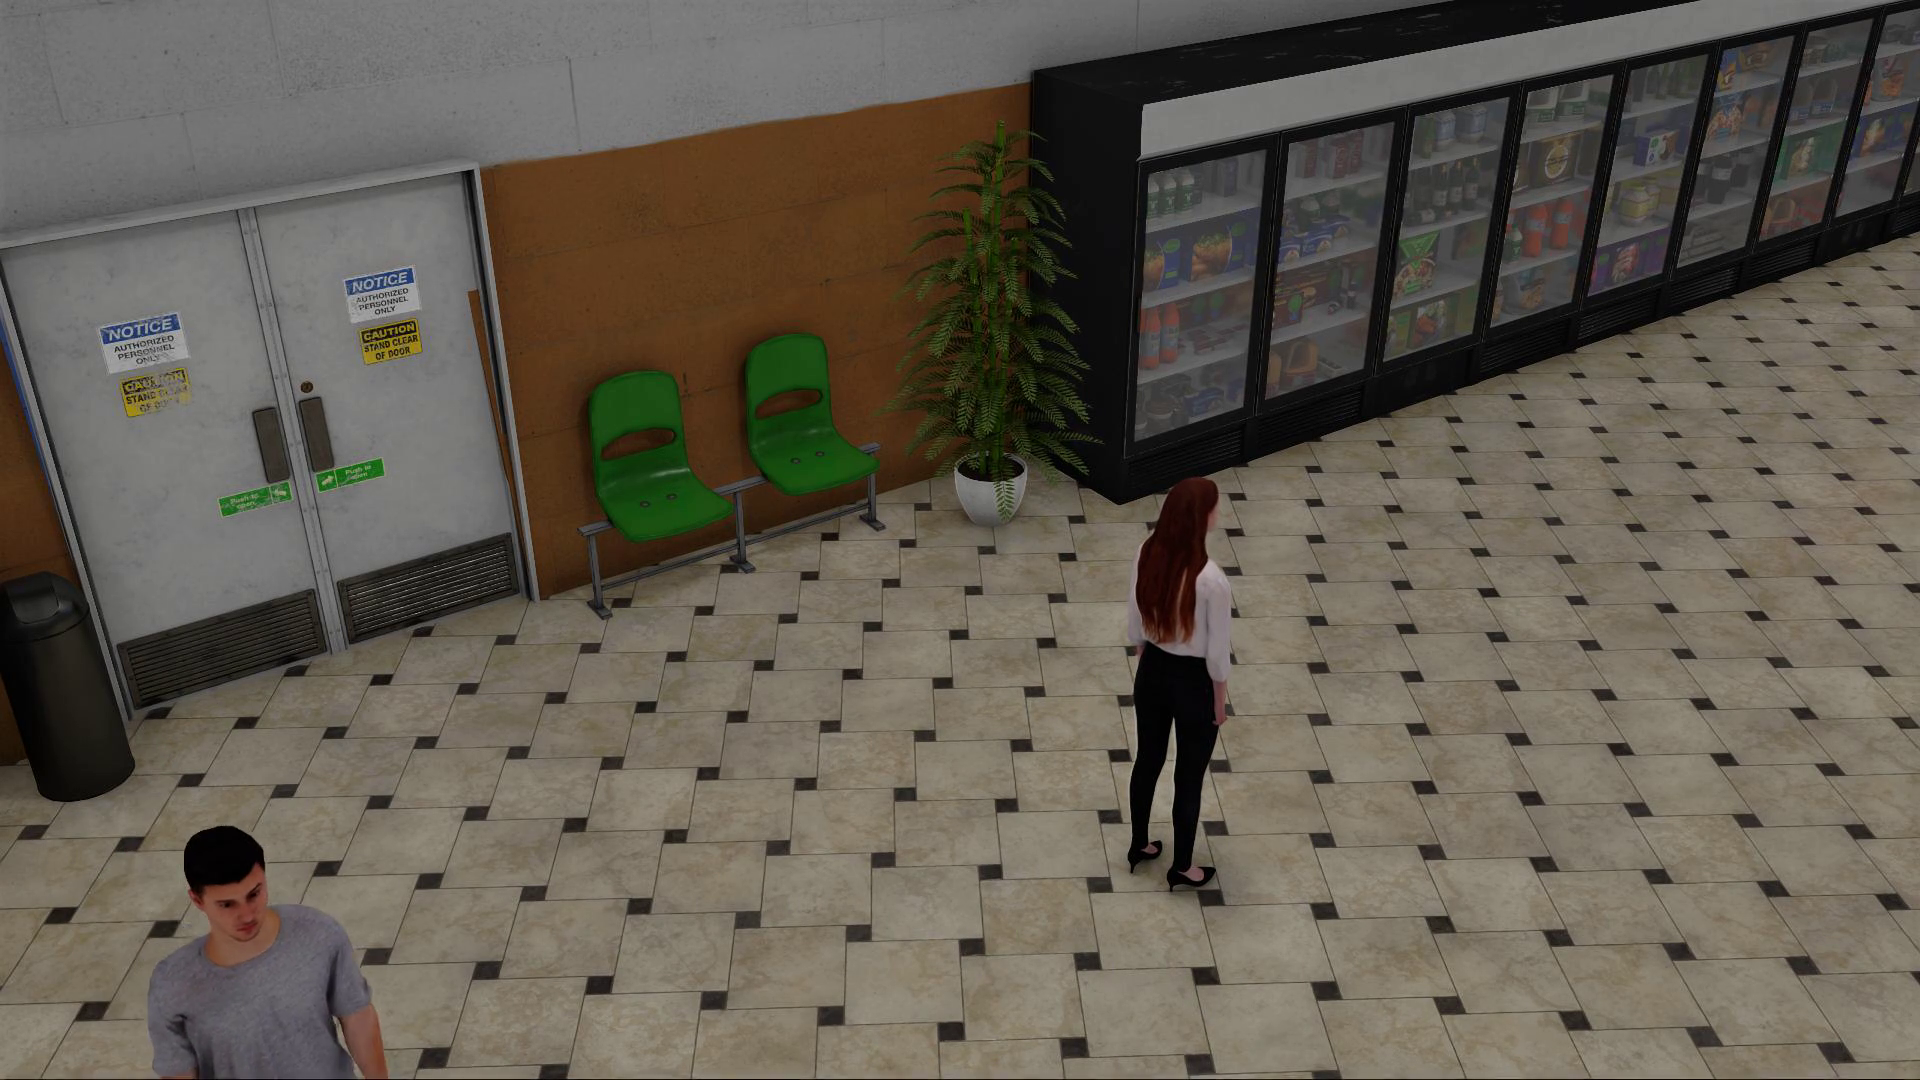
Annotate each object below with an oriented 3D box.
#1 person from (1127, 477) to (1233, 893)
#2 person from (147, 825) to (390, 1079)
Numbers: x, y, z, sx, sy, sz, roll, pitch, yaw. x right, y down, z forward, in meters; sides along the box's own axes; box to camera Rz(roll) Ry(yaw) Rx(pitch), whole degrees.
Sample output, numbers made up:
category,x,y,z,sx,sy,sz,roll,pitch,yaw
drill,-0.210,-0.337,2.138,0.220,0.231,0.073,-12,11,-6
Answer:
category,x,y,z,sx,sy,sz,roll,pitch,yaw
person,0.823,0.564,6.312,0.492,1.760,0.693,25,37,38
person,-1.885,1.482,4.531,0.900,1.857,0.770,24,37,37
